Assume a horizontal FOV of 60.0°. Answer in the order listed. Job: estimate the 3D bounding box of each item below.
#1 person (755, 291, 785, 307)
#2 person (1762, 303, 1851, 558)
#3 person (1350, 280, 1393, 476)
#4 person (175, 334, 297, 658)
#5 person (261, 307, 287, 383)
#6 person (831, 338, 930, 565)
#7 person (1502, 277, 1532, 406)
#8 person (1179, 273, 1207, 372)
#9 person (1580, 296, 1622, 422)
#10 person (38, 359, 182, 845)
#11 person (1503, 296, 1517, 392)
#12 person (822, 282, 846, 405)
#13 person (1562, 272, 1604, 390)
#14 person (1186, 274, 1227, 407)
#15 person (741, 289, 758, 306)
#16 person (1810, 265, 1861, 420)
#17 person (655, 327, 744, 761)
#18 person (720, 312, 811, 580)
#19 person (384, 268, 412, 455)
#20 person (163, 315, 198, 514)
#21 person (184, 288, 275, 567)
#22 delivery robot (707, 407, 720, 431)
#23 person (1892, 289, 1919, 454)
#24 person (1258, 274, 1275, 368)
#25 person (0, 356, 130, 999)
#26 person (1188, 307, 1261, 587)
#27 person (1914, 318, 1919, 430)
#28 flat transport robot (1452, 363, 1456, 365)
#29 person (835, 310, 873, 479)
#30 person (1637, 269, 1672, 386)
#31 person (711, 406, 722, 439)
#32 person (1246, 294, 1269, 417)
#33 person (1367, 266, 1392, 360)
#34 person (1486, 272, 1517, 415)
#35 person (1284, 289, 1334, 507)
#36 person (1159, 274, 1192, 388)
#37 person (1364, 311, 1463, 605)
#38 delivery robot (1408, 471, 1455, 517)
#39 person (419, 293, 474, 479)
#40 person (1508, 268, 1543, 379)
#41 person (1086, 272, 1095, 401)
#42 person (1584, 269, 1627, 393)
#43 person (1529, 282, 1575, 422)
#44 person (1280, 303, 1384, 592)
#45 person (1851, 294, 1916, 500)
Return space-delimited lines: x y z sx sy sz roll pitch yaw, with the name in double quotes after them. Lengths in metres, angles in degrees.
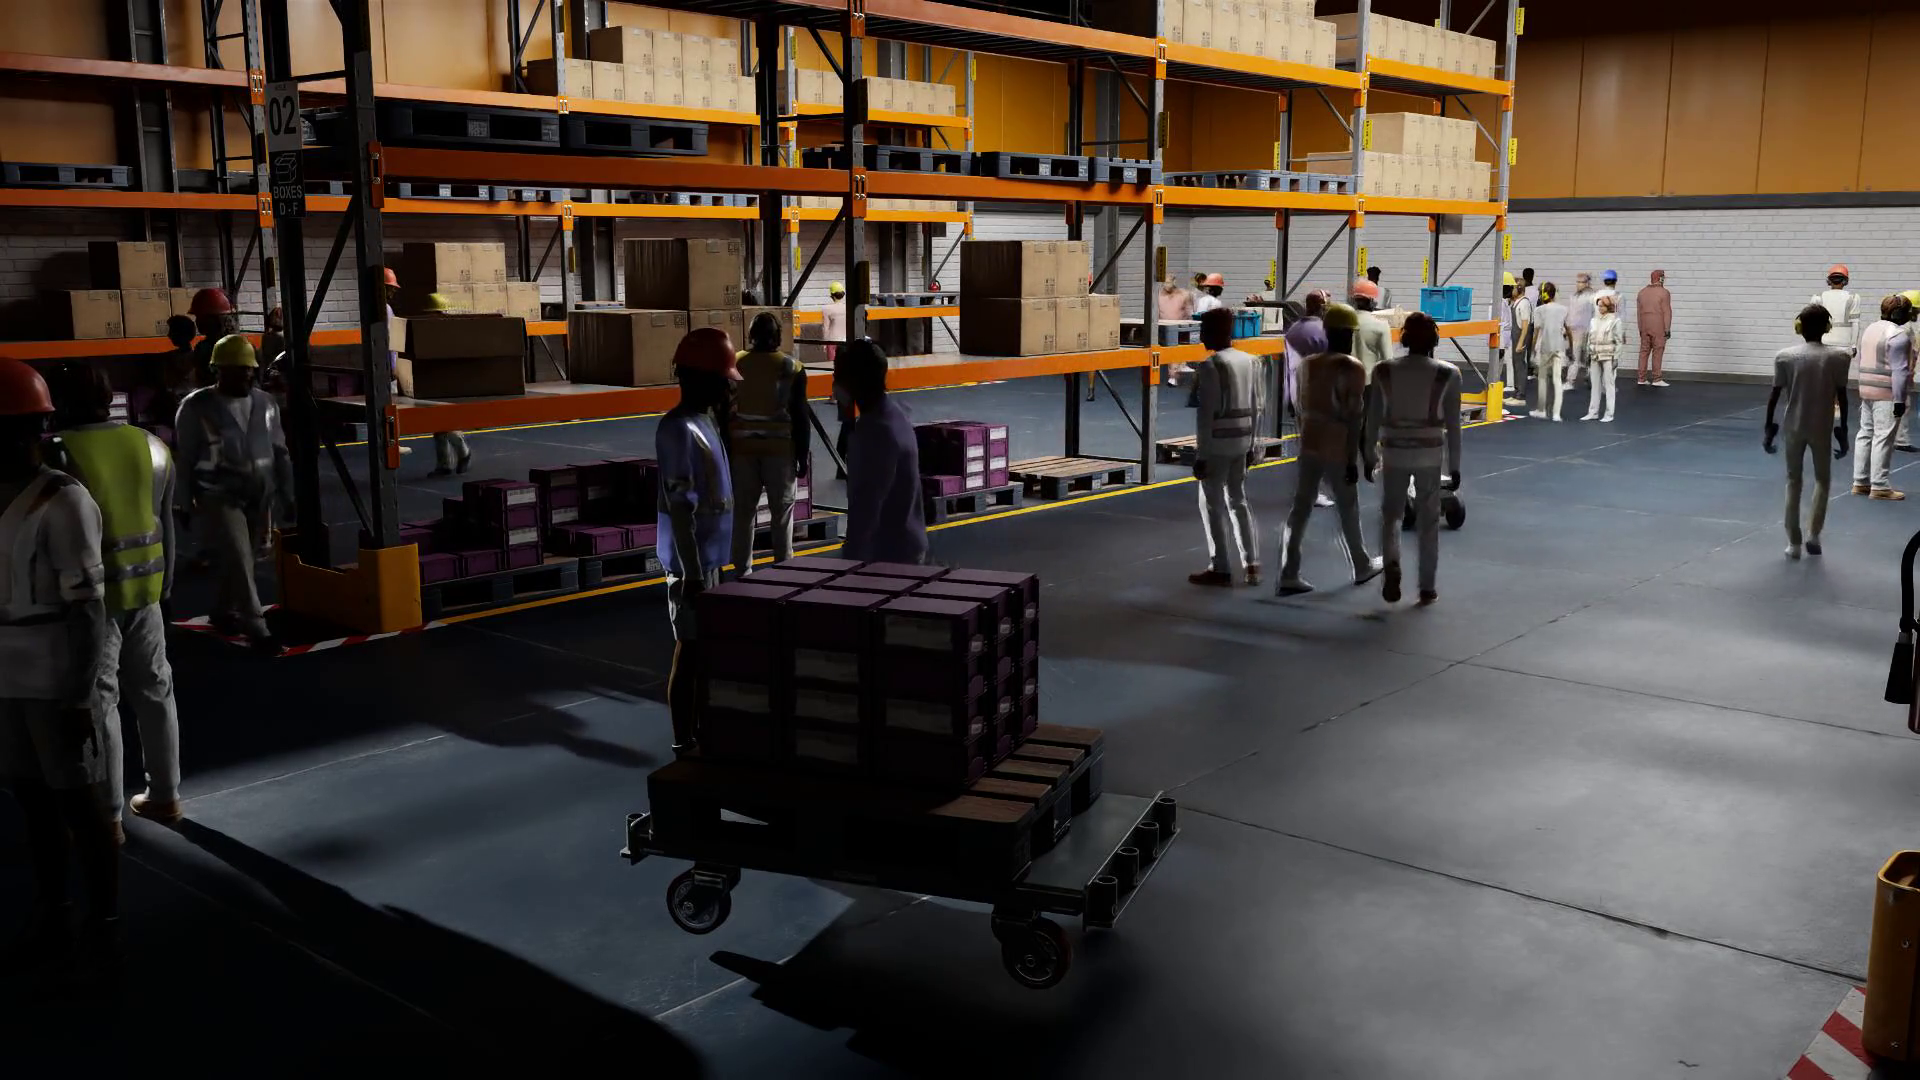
-2.651 -2.758 23.143 0.668 1.925 0.624 8 13 39 "person"
6.178 -0.796 12.151 0.571 1.854 0.473 5 11 26 "person"
3.919 -1.534 16.122 1.050 1.939 0.643 -9 13 -41 "person"
-4.105 -0.273 9.405 0.924 1.787 0.605 8 12 37 "person"
-7.272 -1.673 17.815 0.501 1.627 0.269 6 12 32 "person"
-0.320 0.075 7.155 1.052 1.888 0.653 -1 10 -8 "person"
8.009 -2.840 23.857 0.348 1.837 0.505 2 10 9 "person"
4.351 -3.918 30.105 0.838 1.795 0.581 7 12 36 "person"
8.362 -2.348 21.625 0.310 1.636 0.523 -5 11 -26 "person"
-3.271 0.238 6.320 0.430 1.844 0.624 5 11 25 "person"
8.697 -3.149 26.183 0.310 1.637 0.523 8 13 38 "person"
-1.757 -2.834 24.019 0.525 1.772 0.302 -5 11 -28 "person"
9.976 -3.328 26.527 0.867 1.875 0.647 -2 10 -11 "person"
3.643 -2.833 23.672 0.987 1.883 0.570 -3 10 -17 "person"
-1.838 -1.185 14.242 0.650 1.887 1.007 9 13 41 "person"
11.496 -2.595 21.902 0.605 2.036 0.383 6 12 32 "person"
-1.079 0.075 7.005 0.373 1.928 0.543 0 10 0 "person"
-1.280 -0.579 11.000 0.620 1.836 0.429 2 10 9 "person"
-6.289 -1.945 18.200 0.404 2.035 0.609 -8 13 -37 "person"
-6.541 -1.061 14.129 0.540 1.695 0.317 4 11 21 "person"
-5.210 -0.771 11.689 0.627 1.968 0.745 5 11 27 "person"
-2.855 -1.559 19.946 0.477 0.478 0.707 -3 10 -14 "delivery robot"
10.284 -1.835 18.216 0.558 1.812 0.676 3 10 14 "person"
5.824 -4.117 31.325 0.523 1.769 0.323 8 13 38 "person"
-2.806 0.416 5.031 0.543 1.939 0.361 6 12 31 "person"
1.796 -0.600 11.032 0.444 1.866 0.654 10 14 44 "person"
11.868 -2.175 20.134 0.603 1.809 0.780 6 11 29 "person"
8.027 -3.009 29.278 1.431 0.197 0.652 1 10 8 "flat transport robot"
-1.028 -1.440 16.324 0.330 1.688 0.538 6 12 33 "person"
11.383 -3.467 27.225 0.411 1.910 0.643 -5 11 -26 "person"
-2.861 -1.918 18.503 0.595 1.889 0.570 2 10 10 "person"
3.950 -2.470 22.316 0.312 1.638 0.512 -8 12 -37 "person"
6.811 -3.532 27.468 0.598 1.958 0.369 0 10 2 "person"
7.356 -2.674 22.650 0.369 1.928 0.586 3 10 14 "person"
3.120 -1.227 14.507 0.475 1.898 0.664 -3 10 -17 "person"
3.434 -3.399 27.045 0.650 1.833 0.981 3 11 18 "person"
2.819 -0.492 10.417 0.640 1.869 0.577 4 11 23 "person"
3.765 -0.445 13.604 0.477 0.478 0.707 -1 10 -8 "delivery robot"
-5.072 -1.498 16.270 0.612 1.813 0.423 6 12 33 "person"
9.731 -3.720 28.643 0.597 1.914 0.368 6 11 29 "person"
1.825 -3.016 24.565 0.545 1.942 0.354 3 11 19 "person"
10.041 -3.233 25.845 0.528 1.921 0.643 -6 12 -31 "person"
7.737 -2.453 21.736 0.633 1.810 0.934 0 10 -2 "person"
2.454 -0.599 10.953 0.963 1.883 0.612 -8 13 -37 "person"
8.346 -1.286 14.999 0.429 1.842 0.629 0 10 0 "person"
